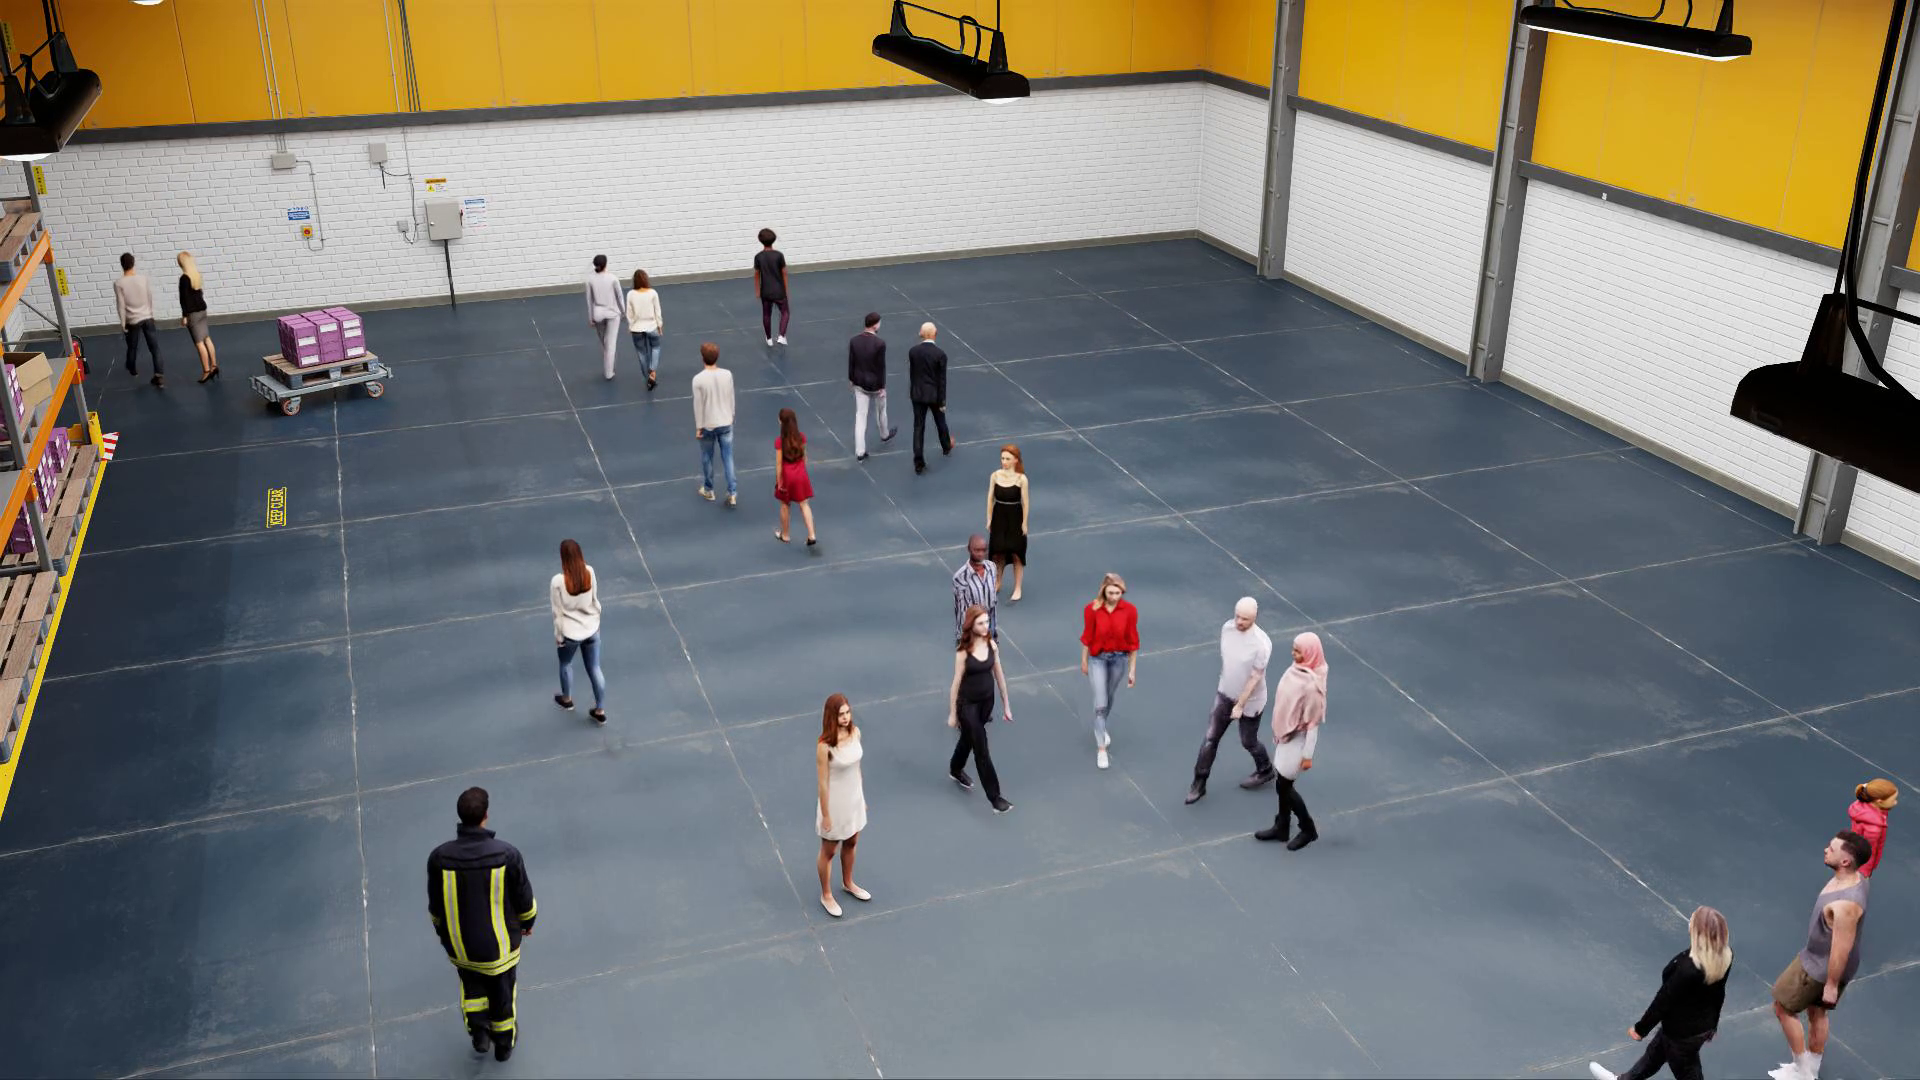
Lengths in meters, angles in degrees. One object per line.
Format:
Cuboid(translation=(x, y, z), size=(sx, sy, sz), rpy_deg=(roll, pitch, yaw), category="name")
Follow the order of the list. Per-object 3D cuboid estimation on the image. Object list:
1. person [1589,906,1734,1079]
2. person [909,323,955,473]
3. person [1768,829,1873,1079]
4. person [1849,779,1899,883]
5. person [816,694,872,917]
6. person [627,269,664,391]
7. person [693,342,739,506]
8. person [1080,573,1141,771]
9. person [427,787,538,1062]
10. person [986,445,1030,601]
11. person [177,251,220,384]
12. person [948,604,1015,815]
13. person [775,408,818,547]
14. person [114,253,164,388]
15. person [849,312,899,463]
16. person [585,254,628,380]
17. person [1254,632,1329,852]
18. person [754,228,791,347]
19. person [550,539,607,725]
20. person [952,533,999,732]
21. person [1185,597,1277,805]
Cuboid(translation=(4.249, 2.901, 9.543), size=(0.870, 1.644, 1.182), rpy_deg=(-18, 30, -36), category="person")
Cuboid(translation=(-0.421, -1.667, 19.861), size=(1.065, 1.750, 1.212), rpy_deg=(7, 24, 15), category="person")
Cuboid(translation=(5.392, 2.611, 10.180), size=(0.825, 1.832, 0.769), rpy_deg=(16, 28, 32), category="person")
Cuboid(translation=(6.214, 2.219, 11.516), size=(0.641, 1.313, 0.575), rpy_deg=(9, 25, 20), category="person")
Cuboid(translation=(-0.849, 1.854, 11.856), size=(0.637, 1.711, 0.640), rpy_deg=(-21, 31, -40), category="person")
Cuboid(translation=(-4.291, -2.834, 22.628), size=(0.702, 1.673, 0.690), rpy_deg=(-2, 24, -4), category="person")
Cuboid(translation=(-2.740, -1.309, 18.853), size=(0.679, 1.903, 0.796), rpy_deg=(-10, 26, -22), category="person")
Cuboid(translation=(1.224, 0.989, 13.883), size=(0.781, 1.672, 1.023), rpy_deg=(-4, 24, -8), category="person")
Cuboid(translation=(-2.963, 2.439, 10.263), size=(0.861, 1.914, 0.779), rpy_deg=(-2, 24, -6), category="person")
Cuboid(translation=(0.493, -0.186, 16.632), size=(0.683, 1.624, 0.733), rpy_deg=(8, 25, 18), category="person")
Cuboid(translation=(-10.535, -3.083, 22.988), size=(0.750, 1.840, 0.604), rpy_deg=(0, 24, 0), category="person")
Cuboid(translation=(0.058, 1.278, 13.190), size=(0.867, 1.697, 1.188), rpy_deg=(-18, 29, -35), category="person")
Cuboid(translation=(-1.768, -0.680, 17.834), size=(0.608, 1.566, 0.848), rpy_deg=(-13, 27, -26), category="person")
Cuboid(translation=(-11.168, -2.959, 22.749), size=(1.258, 1.804, 0.940), rpy_deg=(21, 31, 39), category="person")
Cuboid(translation=(-1.155, -1.815, 20.147), size=(1.168, 1.792, 1.256), rpy_deg=(9, 25, 20), category="person")
Cuboid(translation=(-4.941, -3.077, 23.154), size=(0.923, 1.697, 1.153), rpy_deg=(2, 24, 5), category="person")
Cuboid(translation=(2.589, 1.510, 12.531), size=(0.793, 1.800, 0.724), rpy_deg=(0, 24, 0), category="person")
Cuboid(translation=(-2.759, -3.691, 24.463), size=(0.797, 1.774, 0.849), rpy_deg=(0, 24, 1), category="person")
Cuboid(translation=(-3.228, 0.819, 14.277), size=(0.776, 1.668, 0.930), rpy_deg=(-16, 28, -32), category="person")
Cuboid(translation=(0.118, 0.770, 14.232), size=(0.689, 1.793, 0.673), rpy_deg=(-21, 31, -39), category="person")
Cuboid(translation=(2.290, 1.248, 13.139), size=(0.978, 1.793, 1.130), rpy_deg=(-15, 28, -30), category="person")
